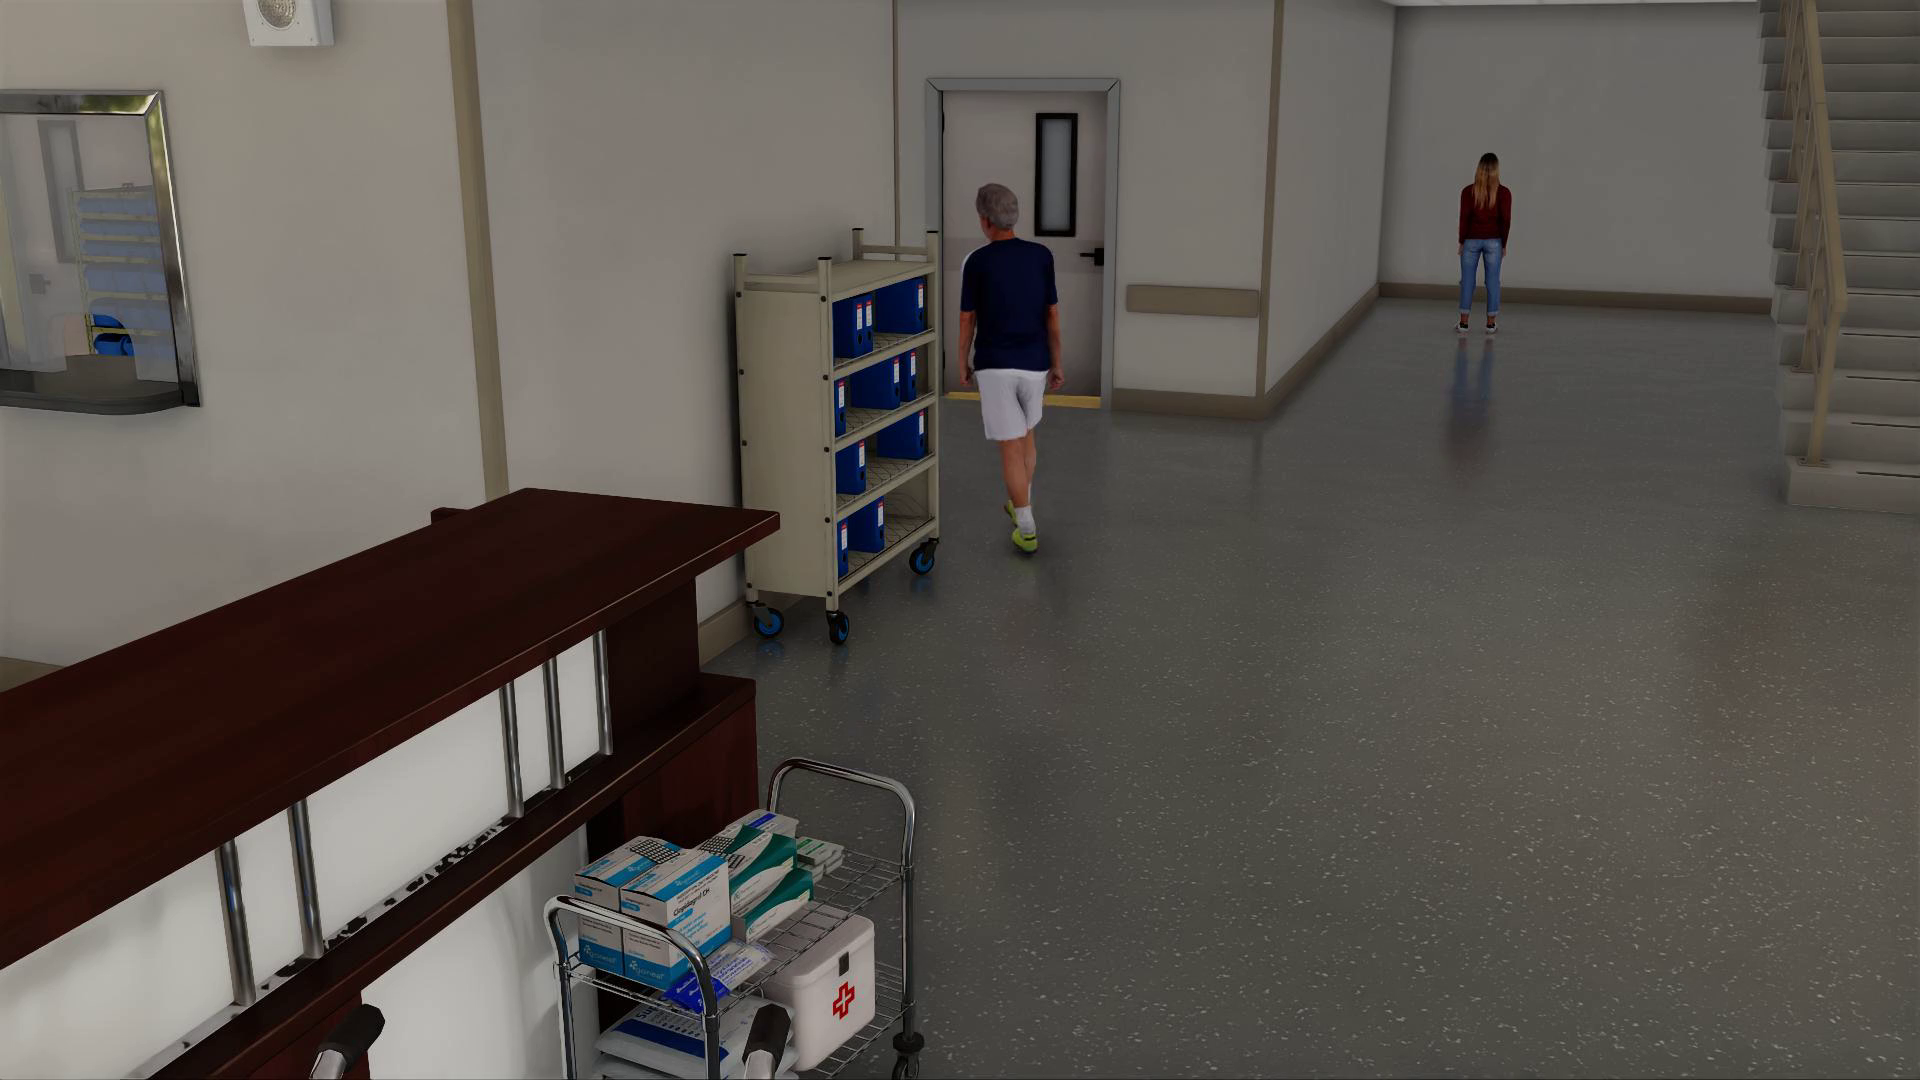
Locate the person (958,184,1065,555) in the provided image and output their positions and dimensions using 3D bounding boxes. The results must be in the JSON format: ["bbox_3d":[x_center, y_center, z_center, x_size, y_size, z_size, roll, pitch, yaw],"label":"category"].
[{"bbox_3d":[0.289,-0.821,8.230,0.968,1.799,1.060,-5,16,-16],"label":"person"}]

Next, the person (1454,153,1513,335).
[{"bbox_3d":[4.803,-2.727,15.295,0.632,1.635,0.565,3,16,11],"label":"person"}]
